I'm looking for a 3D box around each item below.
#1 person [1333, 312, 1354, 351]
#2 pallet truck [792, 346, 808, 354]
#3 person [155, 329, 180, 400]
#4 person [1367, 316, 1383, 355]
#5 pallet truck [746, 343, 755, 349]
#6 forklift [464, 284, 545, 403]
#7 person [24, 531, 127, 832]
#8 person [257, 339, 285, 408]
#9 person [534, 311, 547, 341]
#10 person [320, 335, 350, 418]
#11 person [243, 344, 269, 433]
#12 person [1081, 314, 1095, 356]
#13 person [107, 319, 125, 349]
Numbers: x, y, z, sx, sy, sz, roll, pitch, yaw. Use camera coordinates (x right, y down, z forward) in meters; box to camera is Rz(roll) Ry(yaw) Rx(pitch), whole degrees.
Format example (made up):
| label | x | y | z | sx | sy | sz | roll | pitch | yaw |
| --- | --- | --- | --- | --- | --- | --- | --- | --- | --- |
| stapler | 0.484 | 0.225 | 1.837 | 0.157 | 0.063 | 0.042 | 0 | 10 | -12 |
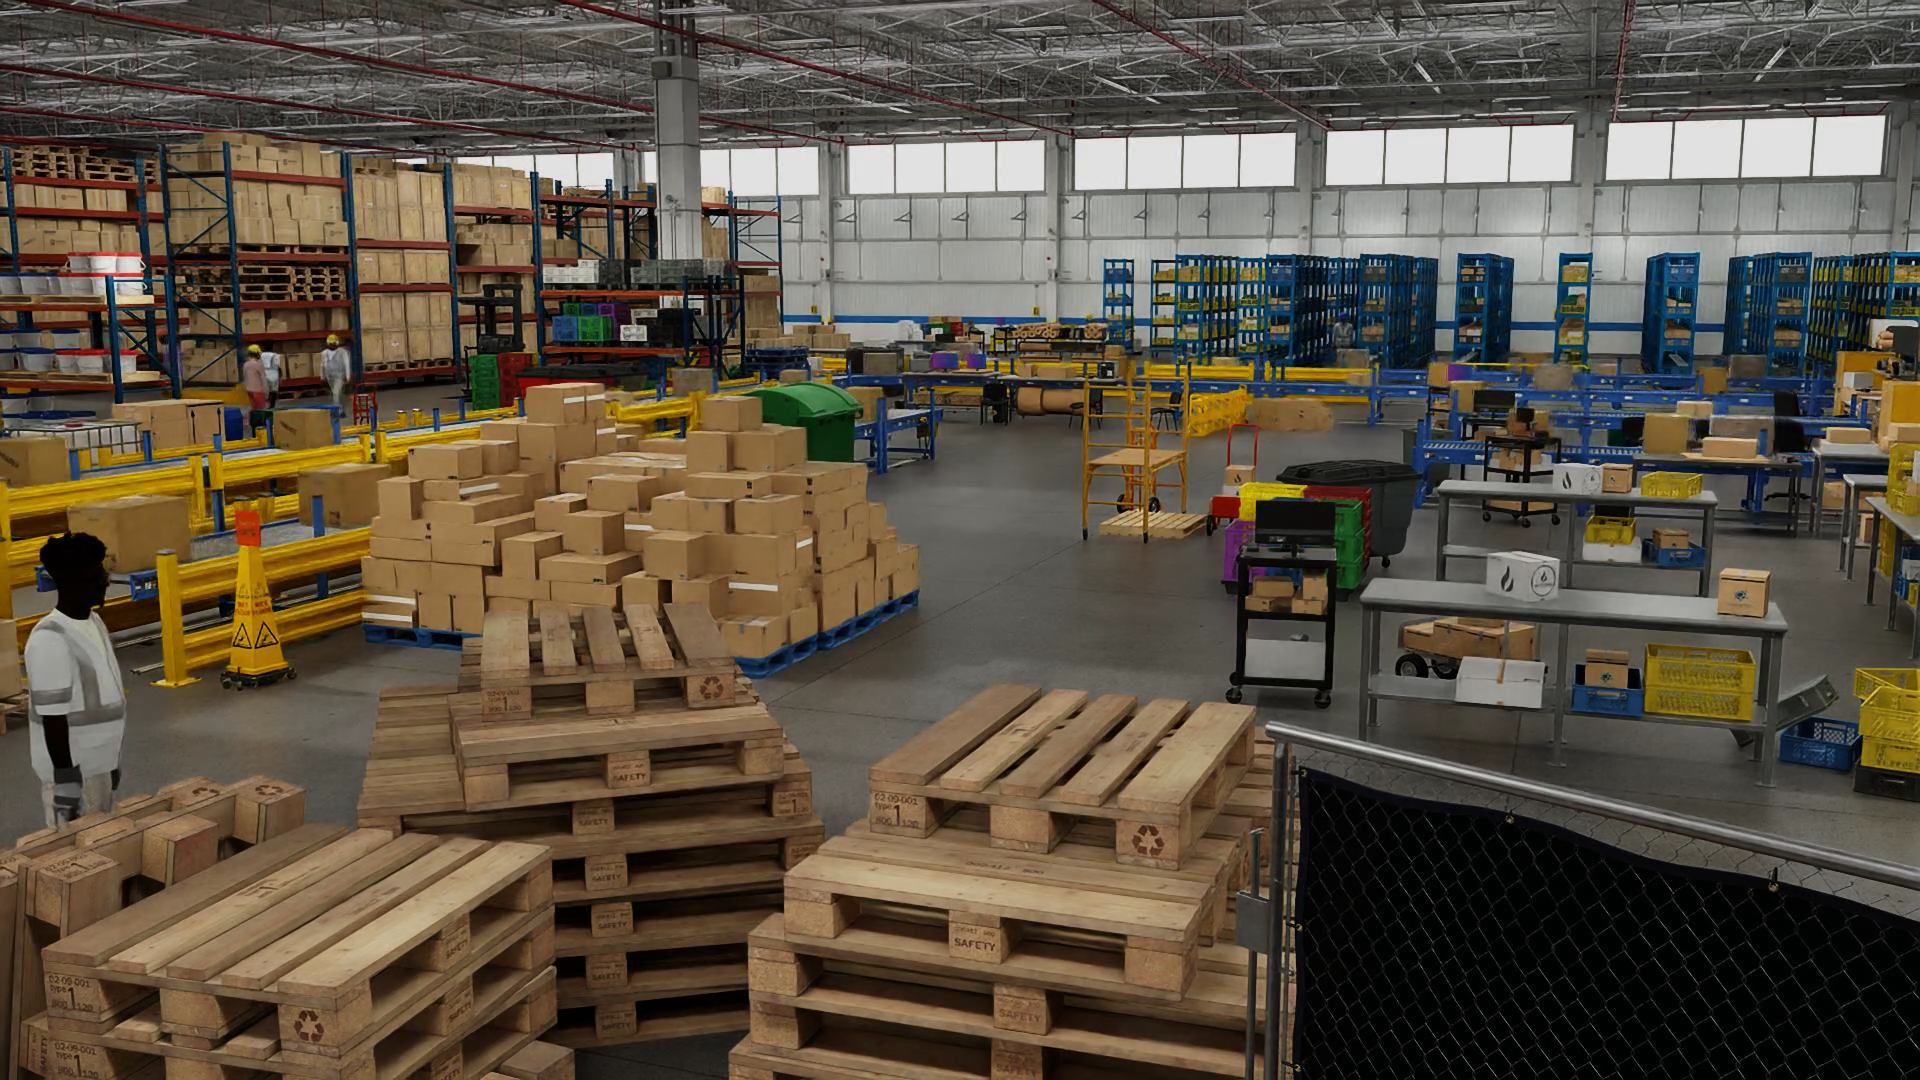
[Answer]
| label | x | y | z | sx | sy | sz | roll | pitch | yaw |
| --- | --- | --- | --- | --- | --- | --- | --- | --- | --- |
| person | 11.655 | -5.982 | 50.624 | 0.621 | 1.925 | 0.472 | 2 | 9 | 13 |
| pallet truck | -3.705 | -4.298 | 42.022 | 0.653 | 1.274 | 1.630 | 3 | 10 | 20 |
| person | -16.751 | -3.510 | 35.194 | 0.509 | 1.899 | 0.568 | -6 | 11 | -35 |
| person | 13.594 | -6.530 | 54.401 | 0.575 | 1.826 | 0.781 | 3 | 9 | 16 |
| pallet truck | -6.183 | -4.618 | 44.264 | 1.601 | 1.201 | 0.680 | -9 | 12 | -43 |
| forklift | -10.832 | -4.702 | 39.610 | 1.129 | 2.768 | 1.873 | 3 | 10 | 20 |
| person | -3.738 | 0.933 | 7.089 | 0.371 | 1.966 | 0.608 | -2 | 9 | -12 |
| person | -14.669 | -3.437 | 35.416 | 0.536 | 1.683 | 0.431 | 2 | 9 | 15 |
| person | -14.611 | -7.012 | 57.425 | 0.650 | 1.825 | 0.434 | 2 | 9 | 12 |
| person | -13.183 | -3.418 | 34.982 | 0.614 | 1.781 | 0.917 | 2 | 9 | 14 |
| person | -13.202 | -2.788 | 31.116 | 0.546 | 1.751 | 0.467 | 5 | 10 | 28 |
| person | 4.114 | -6.416 | 53.805 | 0.932 | 1.779 | 0.619 | 1 | 9 | 7 |
| person | -24.335 | -5.470 | 47.859 | 0.592 | 1.798 | 0.882 | 4 | 10 | 26 |
